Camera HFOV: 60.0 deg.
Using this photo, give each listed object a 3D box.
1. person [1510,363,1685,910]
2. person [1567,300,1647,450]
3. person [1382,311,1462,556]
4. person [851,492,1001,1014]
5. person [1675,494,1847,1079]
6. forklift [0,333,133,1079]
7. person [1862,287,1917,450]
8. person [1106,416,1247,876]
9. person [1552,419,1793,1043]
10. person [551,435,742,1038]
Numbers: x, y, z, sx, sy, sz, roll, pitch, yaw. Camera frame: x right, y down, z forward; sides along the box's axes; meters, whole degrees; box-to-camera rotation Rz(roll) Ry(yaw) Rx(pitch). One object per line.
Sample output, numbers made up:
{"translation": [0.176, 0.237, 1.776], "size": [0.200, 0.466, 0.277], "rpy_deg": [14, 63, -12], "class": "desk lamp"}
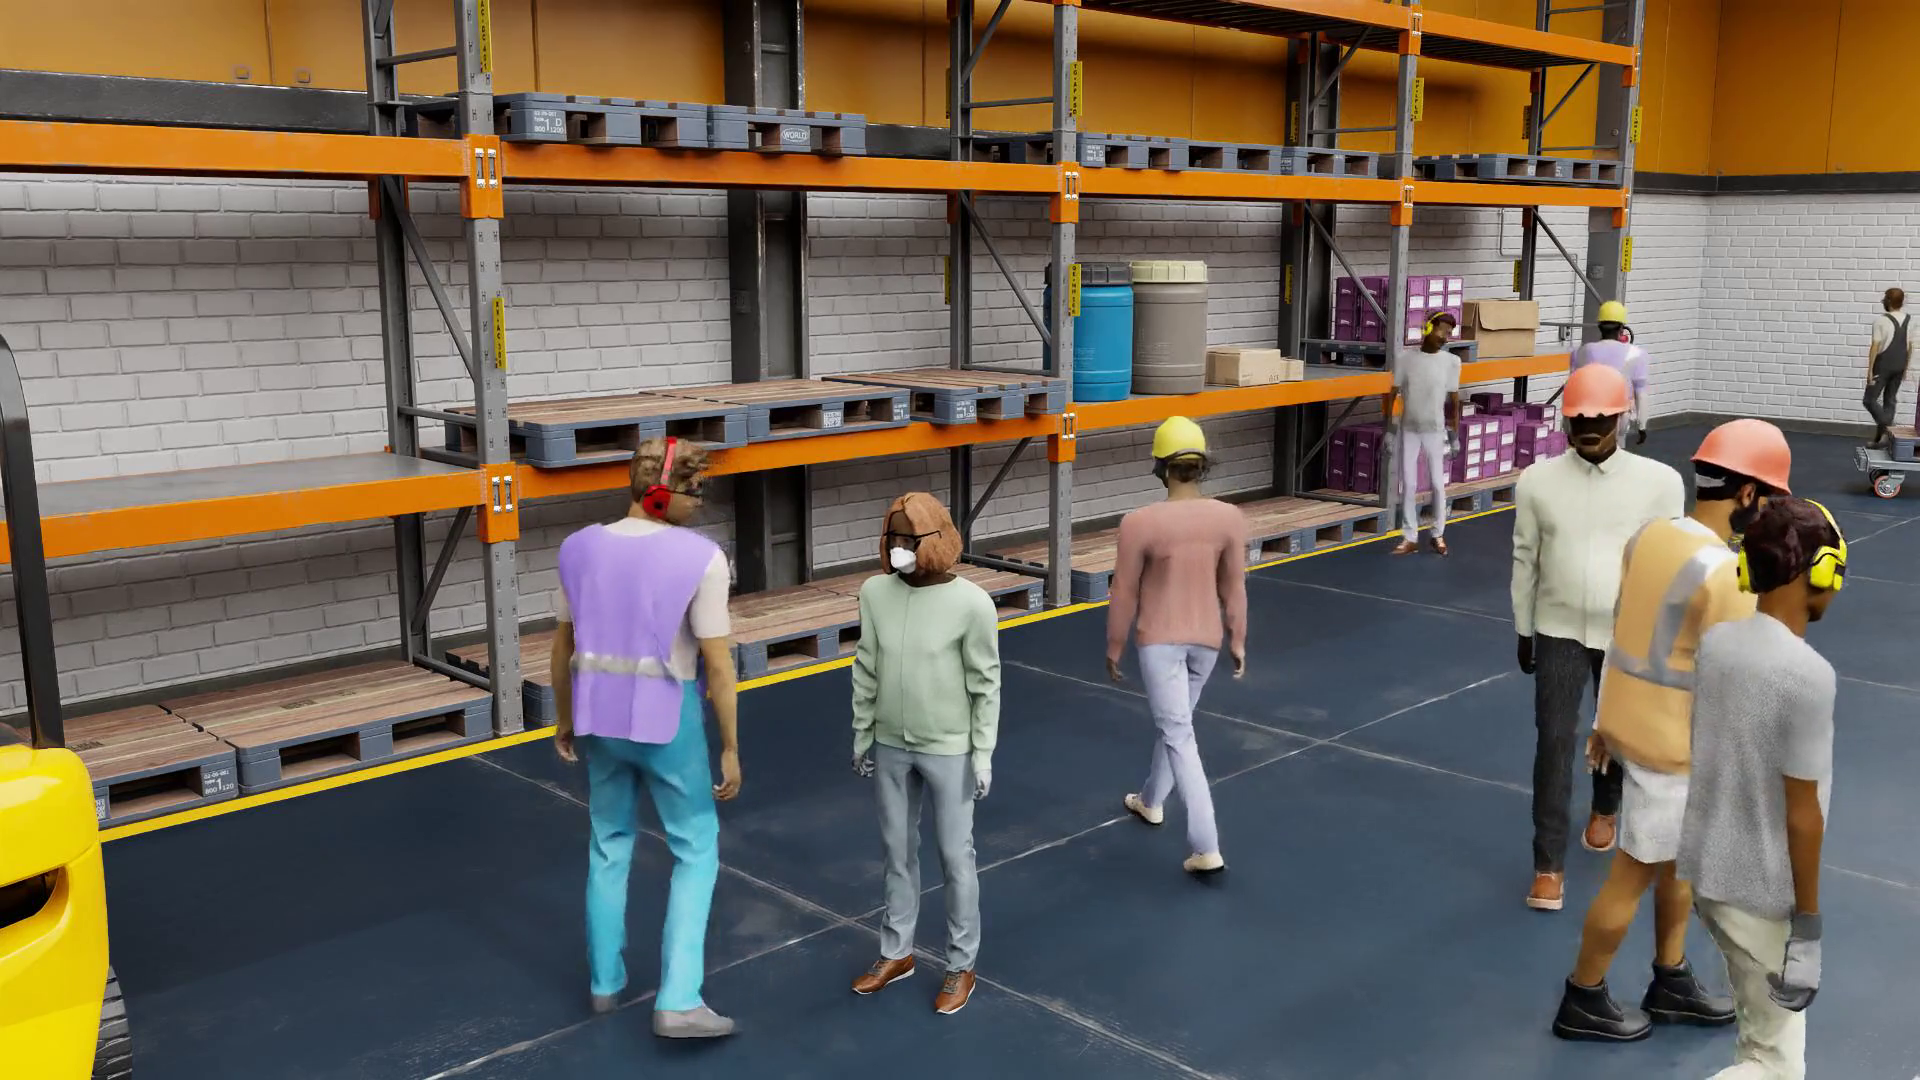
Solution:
{"translation": [2.368, 0.310, 6.211], "size": [0.613, 1.959, 0.994], "rpy_deg": [5, 11, 24], "class": "person"}
{"translation": [5.186, -0.976, 13.387], "size": [0.596, 1.897, 0.927], "rpy_deg": [6, 12, 31], "class": "person"}
{"translation": [3.488, -0.795, 12.539], "size": [0.574, 1.842, 0.384], "rpy_deg": [4, 11, 20], "class": "person"}
{"translation": [-0.116, 0.656, 5.177], "size": [0.507, 1.631, 0.266], "rpy_deg": [6, 12, 29], "class": "person"}
{"translation": [1.761, 0.813, 3.802], "size": [0.681, 1.834, 0.566], "rpy_deg": [-1, 10, -3], "class": "person"}
{"translation": [-3.289, 0.485, 4.582], "size": [1.214, 2.155, 2.313], "rpy_deg": [-10, 14, -44], "class": "forklift"}
{"translation": [10.371, -1.895, 18.541], "size": [0.538, 1.831, 0.578], "rpy_deg": [-1, 10, -4], "class": "person"}
{"translation": [0.839, 0.385, 6.419], "size": [0.534, 1.721, 0.931], "rpy_deg": [-4, 11, -21], "class": "person"}
{"translation": [2.129, 0.591, 4.832], "size": [0.740, 1.884, 0.571], "rpy_deg": [0, 10, -1], "class": "person"}
{"translation": [-0.999, 0.600, 4.984], "size": [0.715, 1.825, 0.482], "rpy_deg": [3, 11, 17], "class": "person"}
